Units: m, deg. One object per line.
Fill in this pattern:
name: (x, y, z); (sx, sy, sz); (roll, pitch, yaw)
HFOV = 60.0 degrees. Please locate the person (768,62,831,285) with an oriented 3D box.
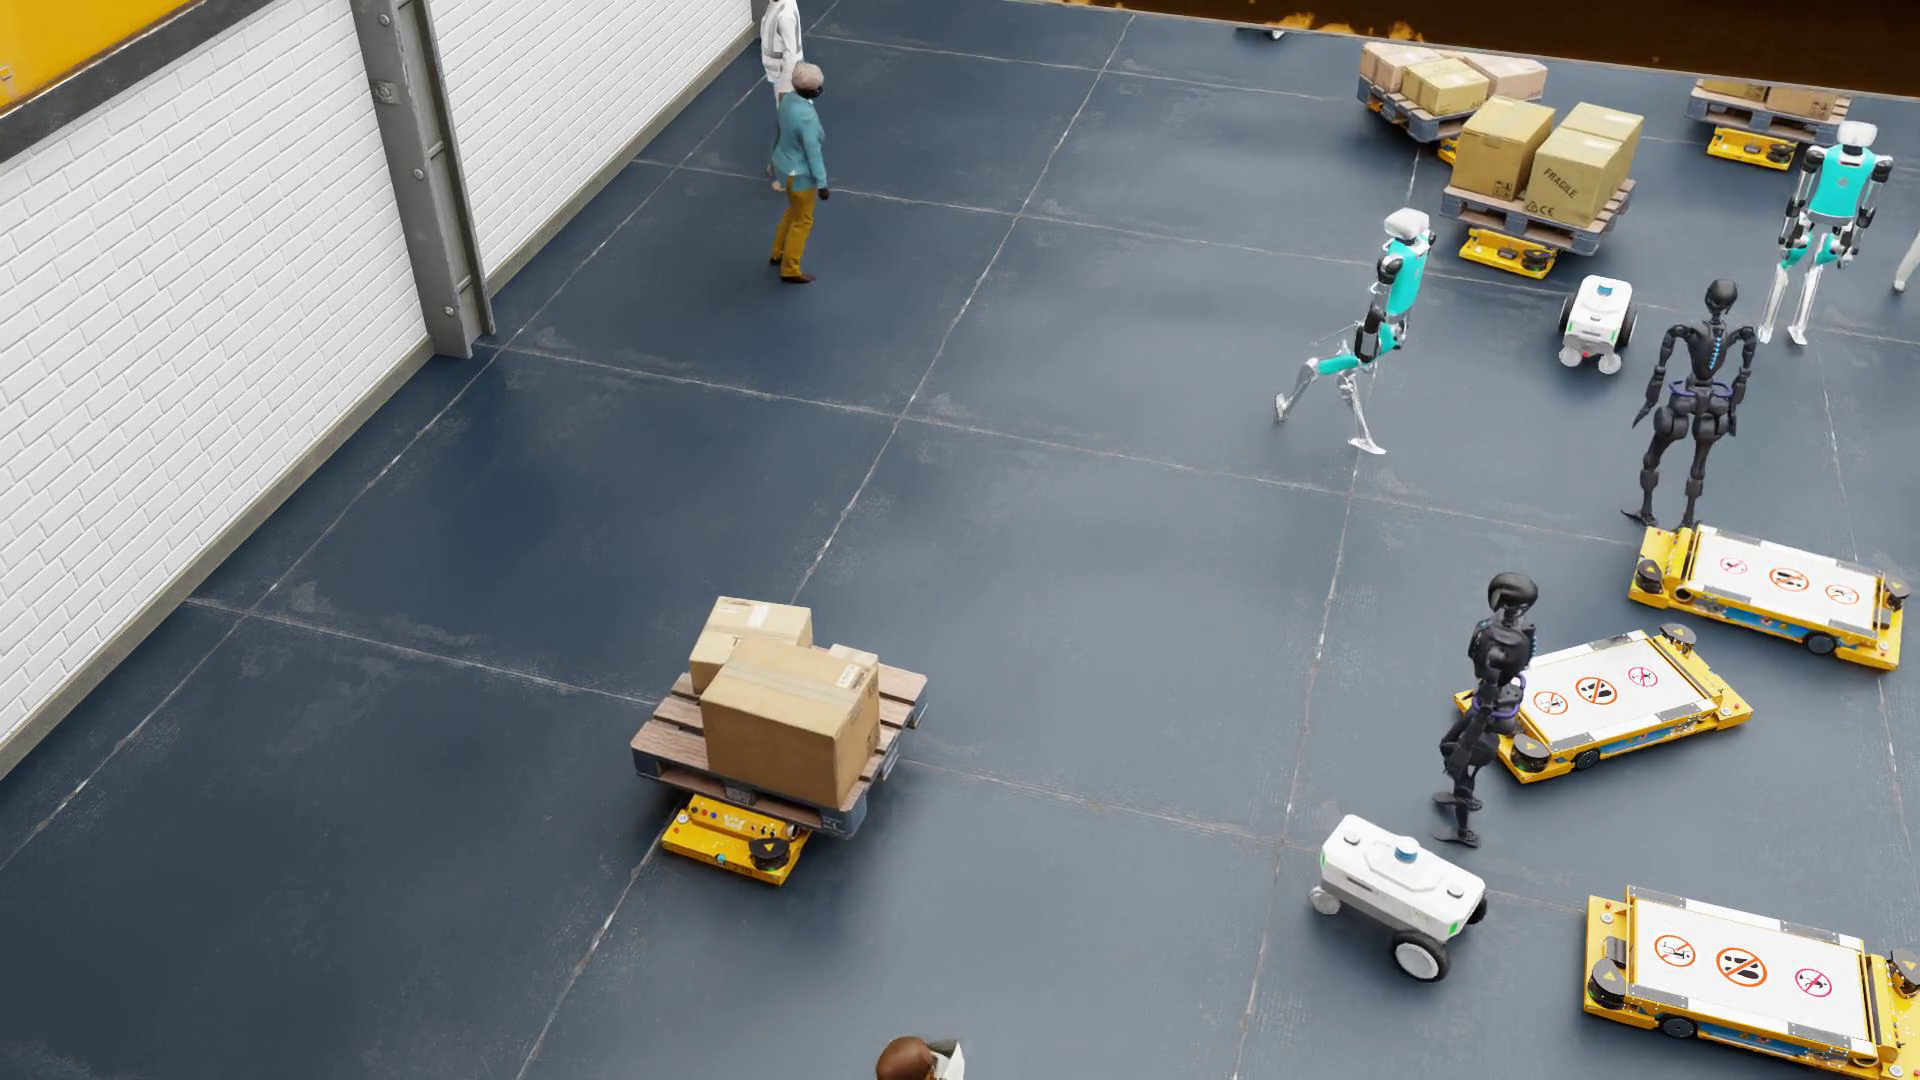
person: (-1.178, -2.659, 12.144); (0.435, 1.725, 0.554); (-16, 42, -19)

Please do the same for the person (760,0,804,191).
person: (-1.428, -3.742, 13.371); (0.356, 1.884, 0.574); (-8, 39, -9)

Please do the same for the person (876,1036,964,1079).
person: (-0.137, 2.273, 5.987); (0.441, 1.747, 0.559); (-16, 41, -18)

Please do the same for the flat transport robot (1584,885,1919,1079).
flat transport robot: (3.583, 2.009, 7.506); (1.431, 0.231, 0.659); (11, 40, 14)

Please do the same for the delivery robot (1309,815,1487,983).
delivery robot: (2.059, 1.626, 7.750); (0.768, 0.591, 0.499); (25, 45, 28)

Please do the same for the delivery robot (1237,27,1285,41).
delivery robot: (3.111, -5.277, 16.333); (0.773, 0.586, 0.499); (-28, 47, -30)

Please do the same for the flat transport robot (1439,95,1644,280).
flat transport robot: (4.512, -2.501, 13.115); (0.659, 0.231, 1.431); (23, 44, 26)

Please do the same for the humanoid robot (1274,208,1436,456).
humanoid robot: (2.434, -1.371, 10.565); (0.912, 1.795, 0.551); (29, 47, 31)

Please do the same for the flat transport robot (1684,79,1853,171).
flat transport robot: (7.025, -3.642, 14.535); (0.659, 0.231, 1.431); (20, 43, 23)

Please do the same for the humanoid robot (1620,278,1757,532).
humanoid robot: (4.346, -0.785, 9.864); (0.589, 1.644, 0.336); (3, 39, 3)

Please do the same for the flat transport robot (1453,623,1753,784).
flat transport robot: (3.457, 0.864, 8.930); (1.431, 0.231, 0.659); (-12, 40, -15)

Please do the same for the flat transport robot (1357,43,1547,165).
flat transport robot: (4.235, -3.674, 14.574); (0.659, 0.231, 1.431); (-14, 41, -17)

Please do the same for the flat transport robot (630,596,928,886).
flat transport robot: (-0.910, 1.126, 8.603); (0.659, 0.231, 1.431); (14, 41, 17)

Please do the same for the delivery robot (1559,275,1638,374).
delivery robot: (4.501, -1.557, 11.713); (0.523, 0.596, 0.767); (17, 42, 20)

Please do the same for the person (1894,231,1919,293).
person: (7.259, -2.470, 11.990); (0.526, 1.627, 0.319); (22, 44, 25)

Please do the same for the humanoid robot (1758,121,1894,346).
humanoid robot: (5.916, -2.123, 11.473); (0.540, 1.780, 0.758); (14, 41, 16)

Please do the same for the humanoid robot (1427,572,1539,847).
humanoid robot: (2.464, 0.827, 7.852); (0.314, 1.655, 0.615); (16, 41, 19)

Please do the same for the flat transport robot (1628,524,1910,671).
flat transport robot: (4.682, 0.294, 9.639); (1.431, 0.231, 0.659); (17, 42, 20)
